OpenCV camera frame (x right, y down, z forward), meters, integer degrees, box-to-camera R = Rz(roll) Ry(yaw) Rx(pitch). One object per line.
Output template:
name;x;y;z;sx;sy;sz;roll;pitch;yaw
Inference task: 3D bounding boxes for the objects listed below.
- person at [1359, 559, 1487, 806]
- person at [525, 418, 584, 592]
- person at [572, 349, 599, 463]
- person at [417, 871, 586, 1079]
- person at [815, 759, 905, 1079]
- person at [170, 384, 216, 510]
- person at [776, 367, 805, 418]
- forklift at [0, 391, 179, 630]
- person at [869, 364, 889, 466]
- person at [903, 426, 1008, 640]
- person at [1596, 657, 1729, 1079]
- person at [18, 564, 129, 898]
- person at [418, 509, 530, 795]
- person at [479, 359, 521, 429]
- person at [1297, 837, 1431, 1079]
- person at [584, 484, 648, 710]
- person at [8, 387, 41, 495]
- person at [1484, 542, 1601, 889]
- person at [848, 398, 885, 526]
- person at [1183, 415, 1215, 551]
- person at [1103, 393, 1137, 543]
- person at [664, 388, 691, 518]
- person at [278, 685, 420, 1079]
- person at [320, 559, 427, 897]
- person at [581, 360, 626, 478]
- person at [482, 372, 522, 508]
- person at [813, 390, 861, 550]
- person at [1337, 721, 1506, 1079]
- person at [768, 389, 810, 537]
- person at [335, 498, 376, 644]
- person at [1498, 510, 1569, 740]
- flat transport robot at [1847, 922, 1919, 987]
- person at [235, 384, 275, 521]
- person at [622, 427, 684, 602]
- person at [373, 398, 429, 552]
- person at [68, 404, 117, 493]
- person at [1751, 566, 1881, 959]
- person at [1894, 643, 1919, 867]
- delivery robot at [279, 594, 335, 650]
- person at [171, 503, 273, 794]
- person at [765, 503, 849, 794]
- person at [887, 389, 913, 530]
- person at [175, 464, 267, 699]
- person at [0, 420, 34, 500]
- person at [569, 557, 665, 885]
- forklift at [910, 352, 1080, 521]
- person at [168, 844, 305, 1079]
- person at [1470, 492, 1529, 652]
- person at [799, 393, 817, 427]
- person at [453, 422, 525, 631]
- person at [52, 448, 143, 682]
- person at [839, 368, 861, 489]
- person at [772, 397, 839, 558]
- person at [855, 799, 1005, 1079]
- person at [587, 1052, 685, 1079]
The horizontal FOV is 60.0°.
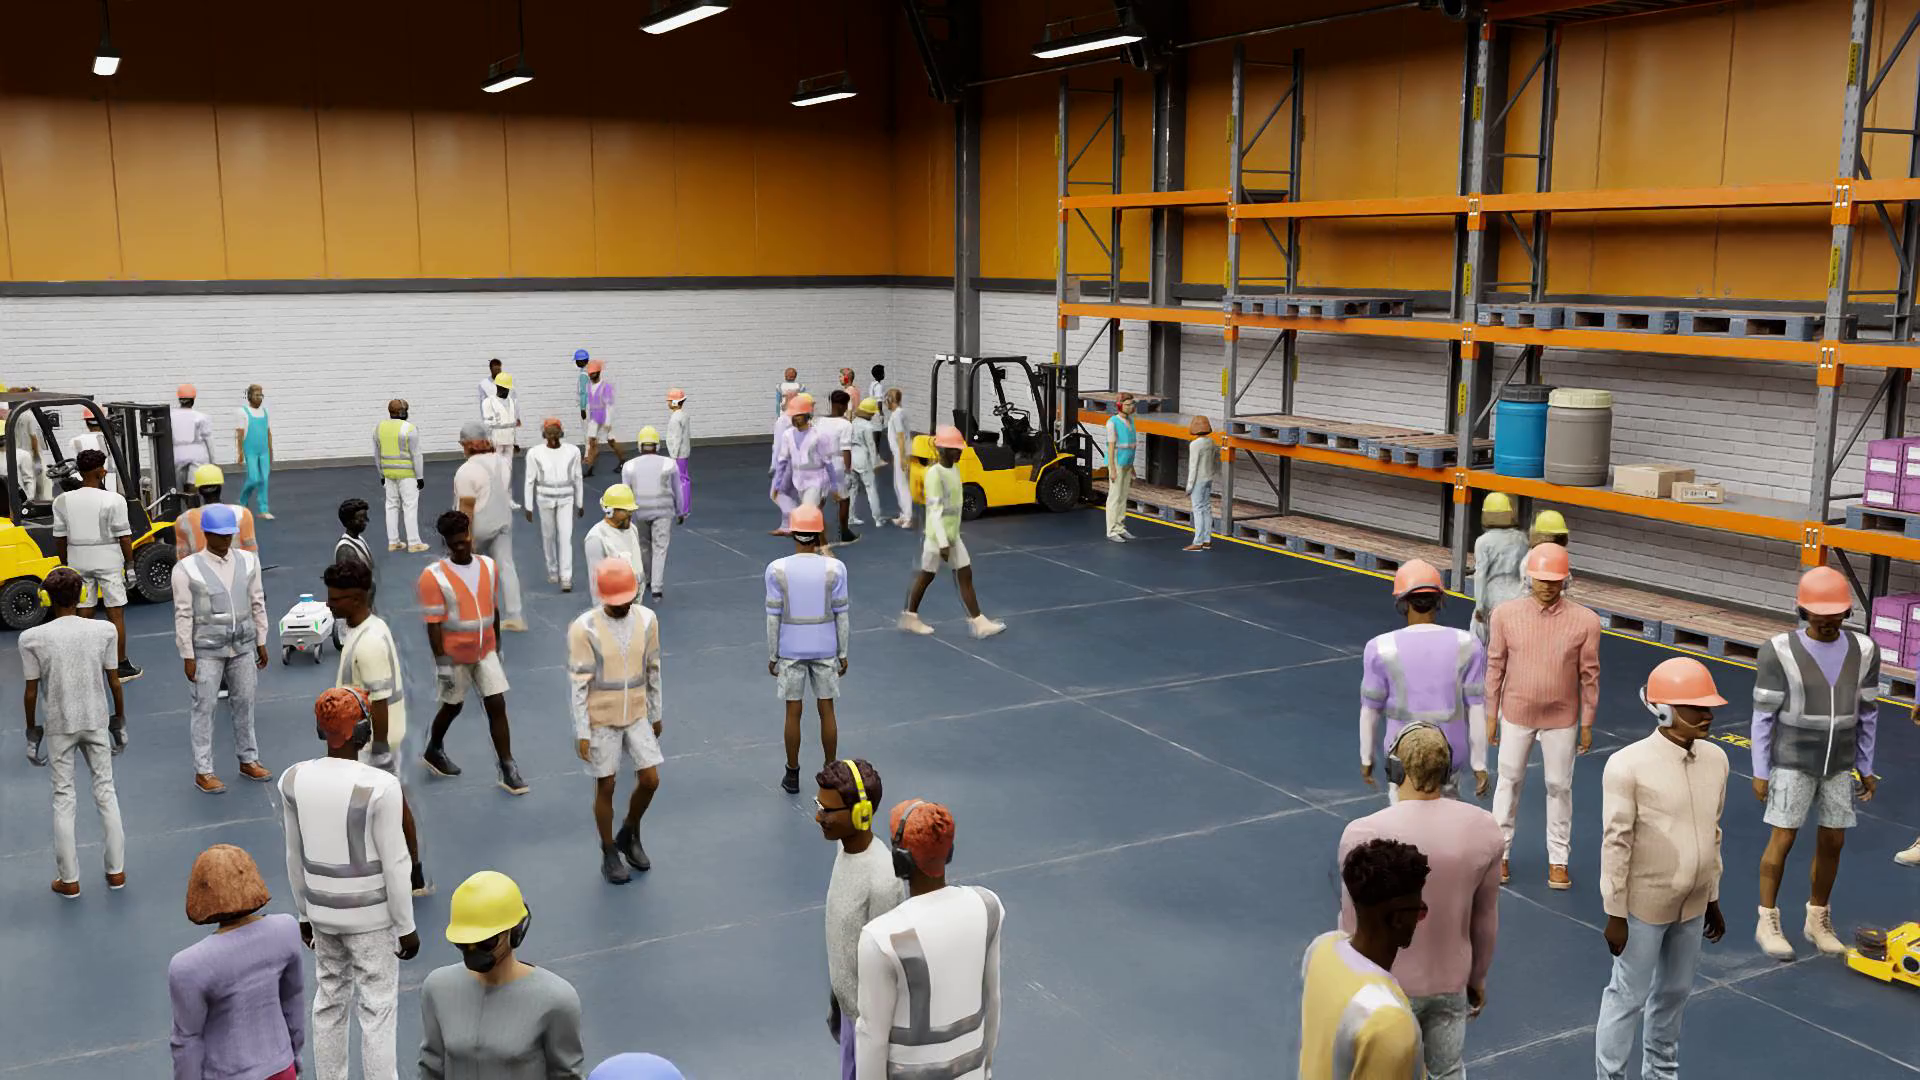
person;2.383;1.094;8.662;0.636;2.003;0.833;0;10;3
person;-4.324;-0.391;17.732;0.605;1.833;0.991;-3;10;-16
person;-6.341;-2.265;28.208;0.416;1.939;0.604;0;10;0
person;-1.388;1.845;5.034;0.527;1.768;0.317;1;10;8
person;-0.347;1.662;5.823;0.322;1.862;0.512;-3;10;-19
person;-9.866;-1.052;21.367;0.565;1.880;0.994;-2;10;-11
person;-2.857;-2.097;28.126;0.513;1.630;0.318;1;10;3
forklift;-9.026;-0.363;16.508;1.214;2.155;2.313;6;11;29
person;-1.381;-2.097;27.920;0.321;1.697;0.530;-3;10;-15
person;-0.095;-0.055;15.339;1.066;1.983;0.636;5;11;26
person;2.820;1.445;6.668;0.612;1.997;0.376;-4;11;-24
person;-4.928;1.062;9.275;0.512;1.862;0.326;-7;12;-36
person;-3.310;0.722;11.100;0.944;1.915;0.635;8;13;39
person;-7.398;-1.967;26.634;0.643;1.889;0.754;-7;12;-36
person;1.090;1.801;4.841;0.864;1.937;0.618;-2;10;-10
person;-2.633;0.468;12.815;0.403;1.820;0.596;4;11;22
person;-13.872;-1.436;24.341;0.513;1.613;0.528;-2;10;-13
person;3.259;0.987;9.358;0.609;1.985;0.409;3;10;19
person;-1.233;-1.026;21.743;0.481;1.714;0.499;-8;13;-38
person;2.878;-0.683;19.968;0.280;1.633;0.503;7;12;36
person;1.987;-0.899;20.593;0.389;1.848;0.563;6;12;33
person;-3.809;-1.172;22.435;0.326;1.751;0.559;0;10;2
person;-2.433;1.506;6.680;0.577;1.879;0.352;4;11;21
person;-3.321;1.058;9.040;0.791;1.934;0.633;-3;10;-17
person;-5.701;-1.943;26.610;0.567;1.890;0.979;6;11;30
person;-6.342;-1.368;23.093;0.390;1.917;0.585;5;11;29
person;-1.515;-0.857;20.127;0.766;1.910;0.904;7;12;33
person;1.624;1.596;5.965;0.633;1.938;0.356;-3;10;-15
person;-2.139;-0.948;20.796;0.506;1.876;0.672;4;11;23
person;-4.685;0.514;12.884;0.322;1.699;0.536;-2;10;-11
person;4.234;0.613;12.258;0.489;1.723;0.708;-7;12;-35
flat transport robot;5.093;2.098;7.877;0.652;0.197;1.431;-7;12;-35
person;-9.405;-1.163;22.160;0.464;1.832;0.548;5;11;28
person;-3.174;-0.283;17.249;0.595;1.783;0.943;0;10;-1
person;-6.666;-0.770;19.874;0.634;1.841;0.429;3;10;19
person;-9.499;-0.544;18.369;0.565;1.919;0.451;-4;11;-20
person;4.326;1.124;8.423;0.619;2.031;0.402;0;10;0
person;5.735;0.931;9.497;0.378;2.044;0.607;-5;11;-27
delivery robot;-5.767;0.722;14.709;0.477;0.478;0.707;-1;10;-9
person;-4.898;0.711;11.077;0.427;1.938;0.604;8;13;38
person;-1.008;0.719;11.021;0.548;1.938;0.358;-1;10;-7
person;-0.780;-1.043;21.570;0.384;1.810;0.712;0;10;-2
person;-5.860;0.349;13.210;0.646;1.913;0.545;-1;10;-8
person;-10.350;-0.425;18.098;0.523;1.769;0.315;-1;10;-6
person;-1.927;1.014;9.403;0.589;1.901;0.426;-7;12;-35
forklift;0.460;-1.461;22.833;2.313;2.155;1.214;-5;11;-28
person;-2.414;1.816;5.610;0.280;1.624;0.493;5;11;27
person;4.202;0.472;13.106;0.496;1.702;0.864;-2;10;-11
person;-1.985;-1.017;21.504;0.305;1.771;0.525;2;10;9
person;-4.579;-0.159;15.779;1.056;2.000;0.686;6;11;30
person;-7.172;0.216;13.832;0.614;1.963;0.362;0;10;-3
person;-1.641;-1.648;24.916;0.389;1.844;0.563;1;10;8
person;-1.719;-0.628;18.680;0.636;1.982;1.068;7;12;36
person;-0.092;1.744;5.314;0.568;1.879;0.349;-9;14;-43
person;-0.535;2.034;3.639;0.970;1.884;0.637;9;13;42
